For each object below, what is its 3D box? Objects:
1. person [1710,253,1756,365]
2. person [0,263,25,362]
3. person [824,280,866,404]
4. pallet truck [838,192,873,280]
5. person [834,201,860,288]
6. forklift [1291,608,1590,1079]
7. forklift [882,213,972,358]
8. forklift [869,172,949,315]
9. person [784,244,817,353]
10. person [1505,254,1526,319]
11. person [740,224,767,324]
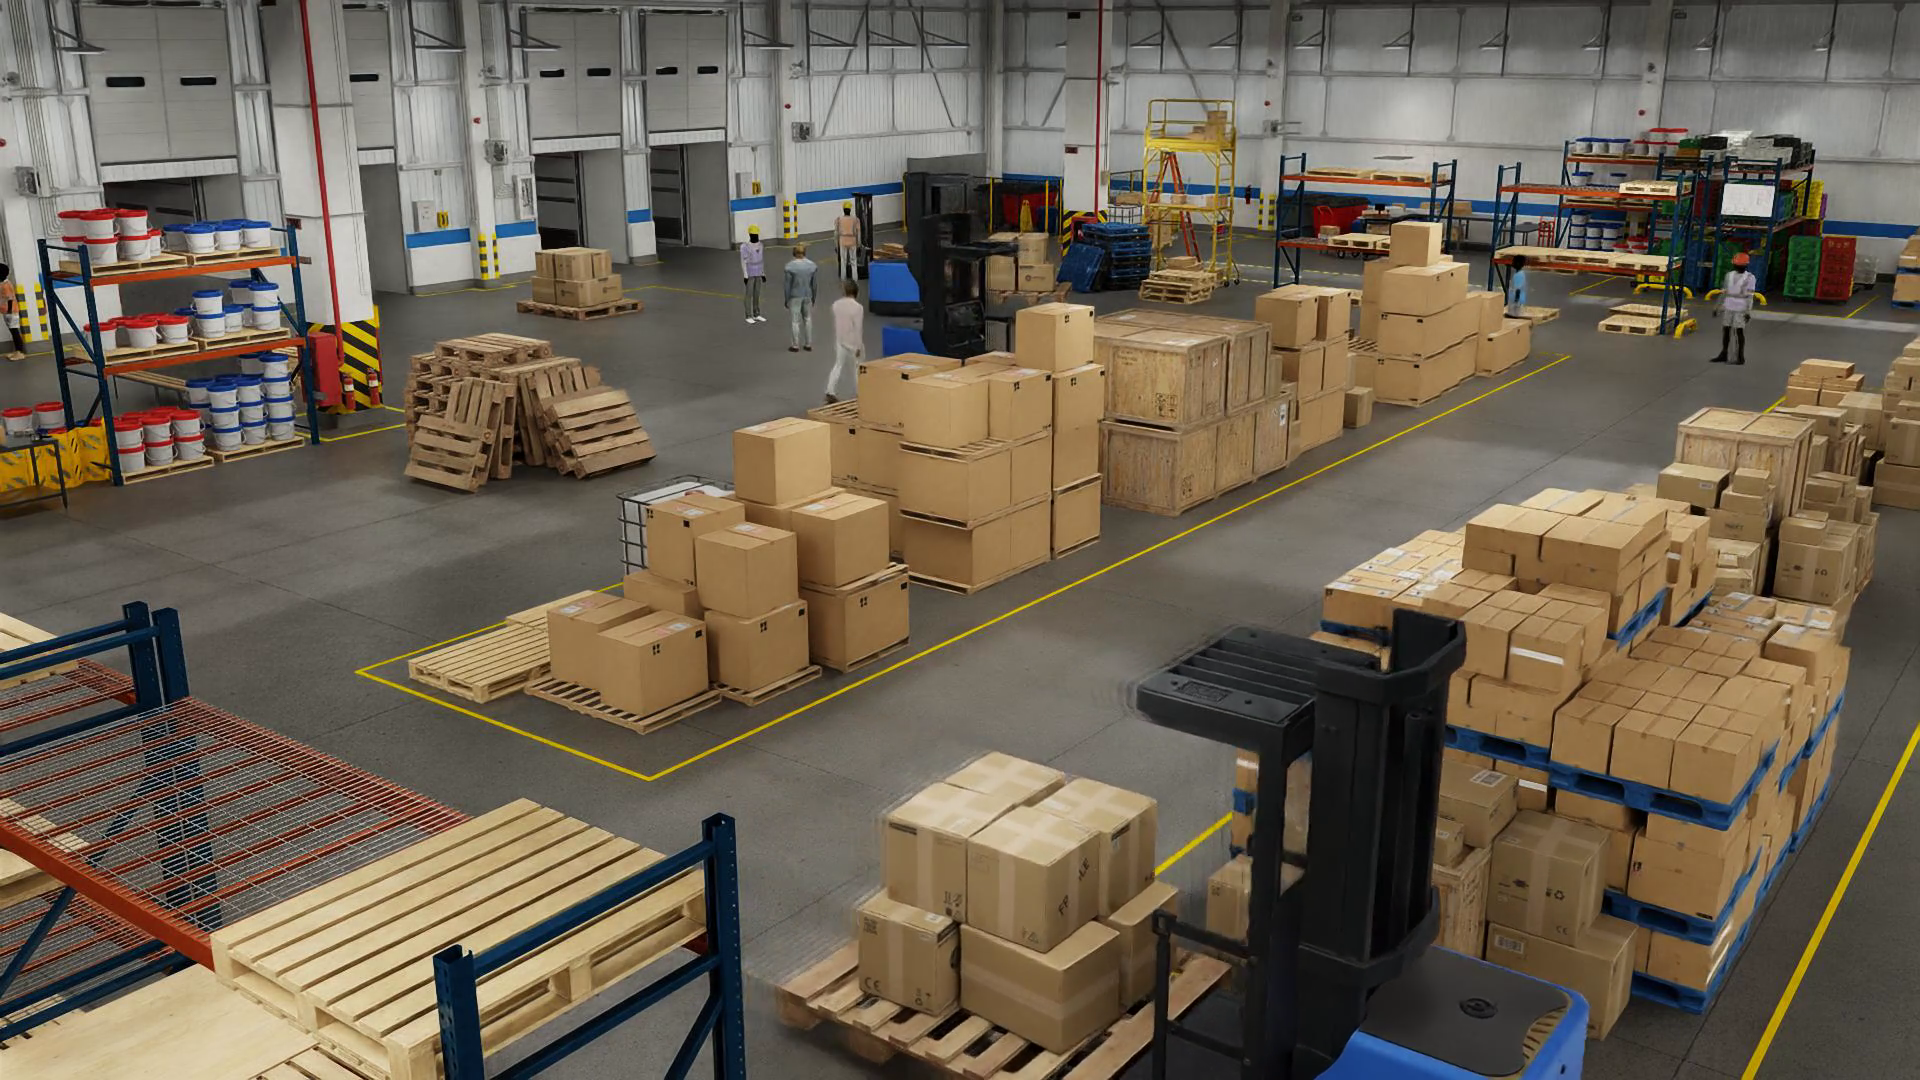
[{"bbox_3d":[13.328,-3.987,28.621,0.492,1.920,0.671,-10,20,-30],"label":"person"},{"bbox_3d":[-16.531,-3.958,28.896,0.316,1.696,0.541,-11,20,-33],"label":"person"},{"bbox_3d":[-1.733,-3.020,25.462,0.639,1.908,0.983,12,21,35],"label":"person"},{"bbox_3d":[-1.936,-7.159,38.982,1.885,1.965,0.823,-12,21,-34],"label":"pallet truck"},{"bbox_3d":[-2.530,-6.647,37.409,0.590,1.926,0.388,-1,17,-3],"label":"person"},{"bbox_3d":[1.962,1.775,7.896,1.873,2.768,1.129,12,21,35],"label":"forklift"},{"bbox_3d":[-0.224,-3.638,25.821,1.873,2.768,1.129,12,21,35],"label":"forklift"},{"bbox_3d":[-0.852,-5.990,33.610,1.873,2.768,1.129,3,17,9],"label":"forklift"},{"bbox_3d":[-2.845,-4.308,29.664,0.636,1.931,0.377,-9,19,-28],"label":"person"},{"bbox_3d":[10.090,-4.353,30.224,0.375,1.680,0.545,4,17,14],"label":"person"},{"bbox_3d":[-4.058,-5.252,32.787,0.370,1.929,0.585,12,20,34],"label":"person"}]
